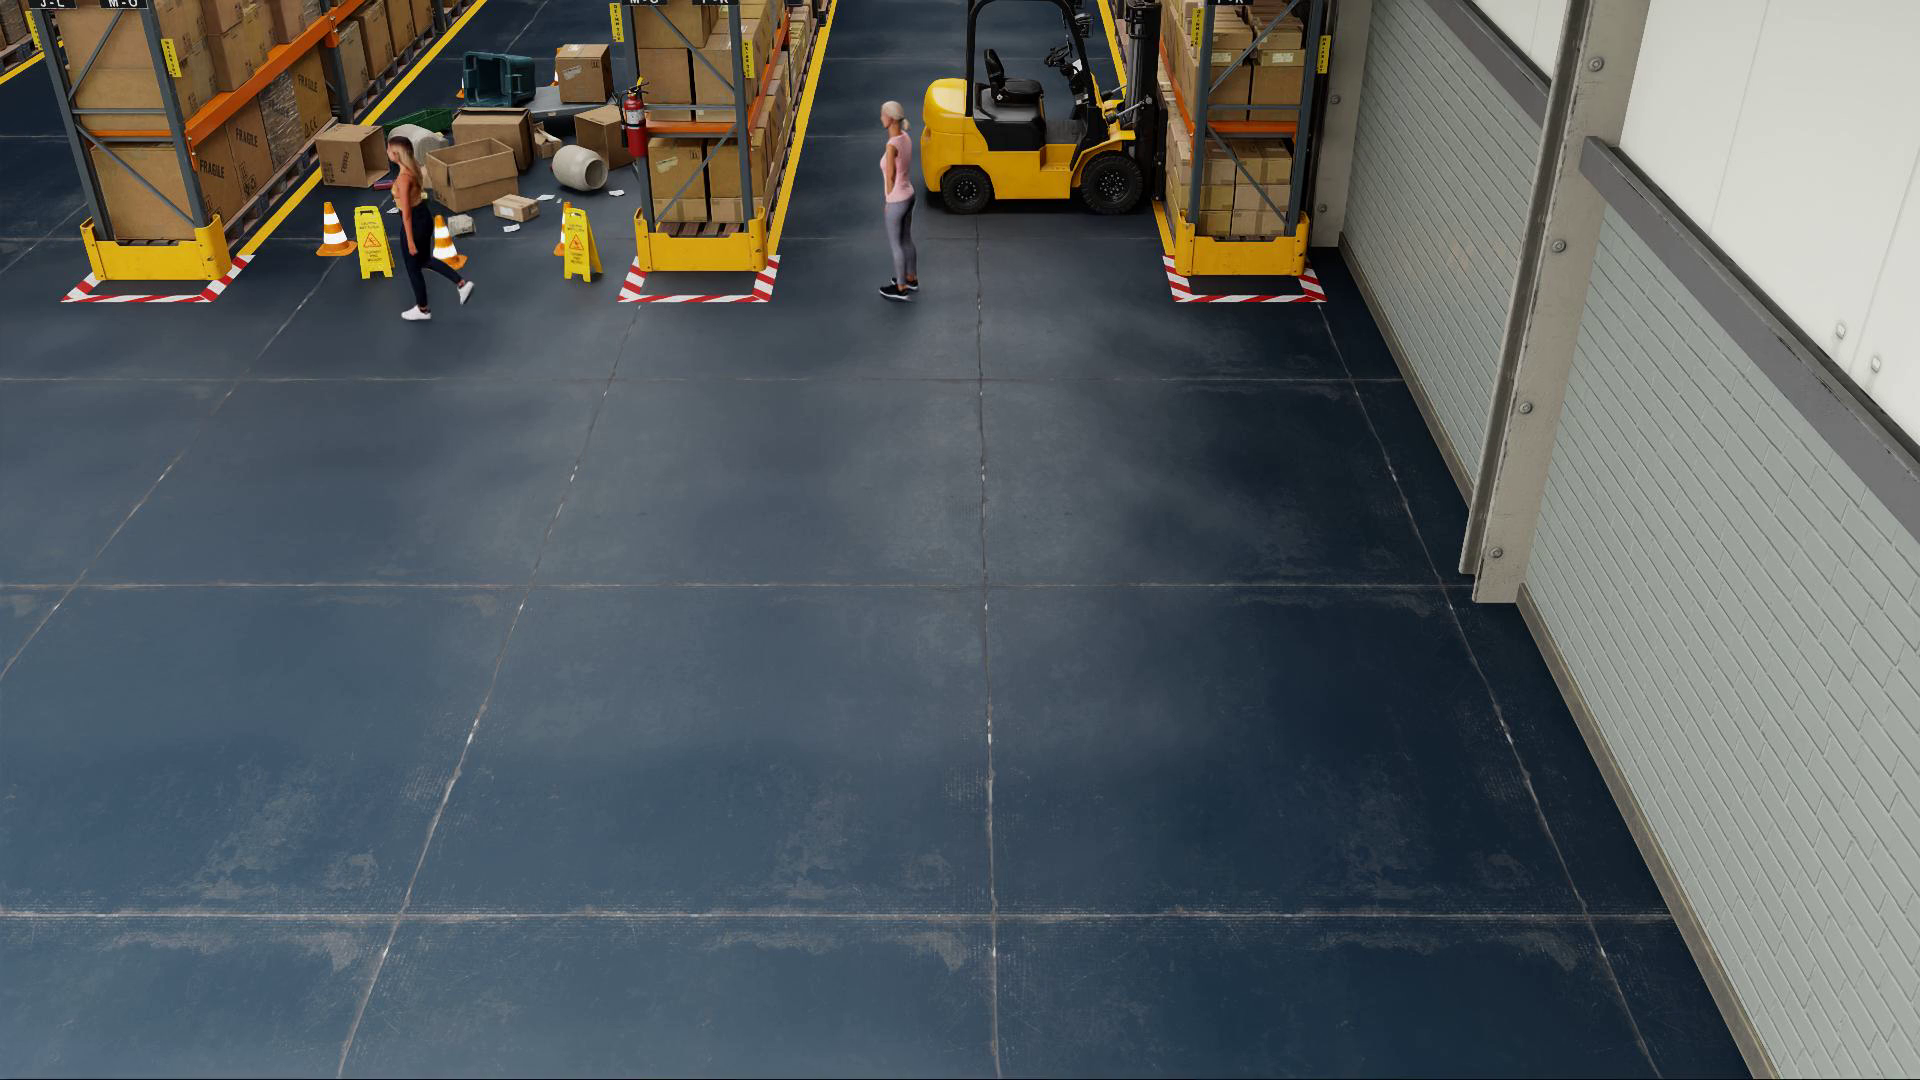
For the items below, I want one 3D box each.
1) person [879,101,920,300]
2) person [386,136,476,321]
[{"bbox_3d":[-0.520,-2.967,14.493,0.662,1.723,0.551,11,34,17],"label":"person"},{"bbox_3d":[-4.511,-2.621,14.042,0.632,1.620,0.804,0,32,1],"label":"person"}]
